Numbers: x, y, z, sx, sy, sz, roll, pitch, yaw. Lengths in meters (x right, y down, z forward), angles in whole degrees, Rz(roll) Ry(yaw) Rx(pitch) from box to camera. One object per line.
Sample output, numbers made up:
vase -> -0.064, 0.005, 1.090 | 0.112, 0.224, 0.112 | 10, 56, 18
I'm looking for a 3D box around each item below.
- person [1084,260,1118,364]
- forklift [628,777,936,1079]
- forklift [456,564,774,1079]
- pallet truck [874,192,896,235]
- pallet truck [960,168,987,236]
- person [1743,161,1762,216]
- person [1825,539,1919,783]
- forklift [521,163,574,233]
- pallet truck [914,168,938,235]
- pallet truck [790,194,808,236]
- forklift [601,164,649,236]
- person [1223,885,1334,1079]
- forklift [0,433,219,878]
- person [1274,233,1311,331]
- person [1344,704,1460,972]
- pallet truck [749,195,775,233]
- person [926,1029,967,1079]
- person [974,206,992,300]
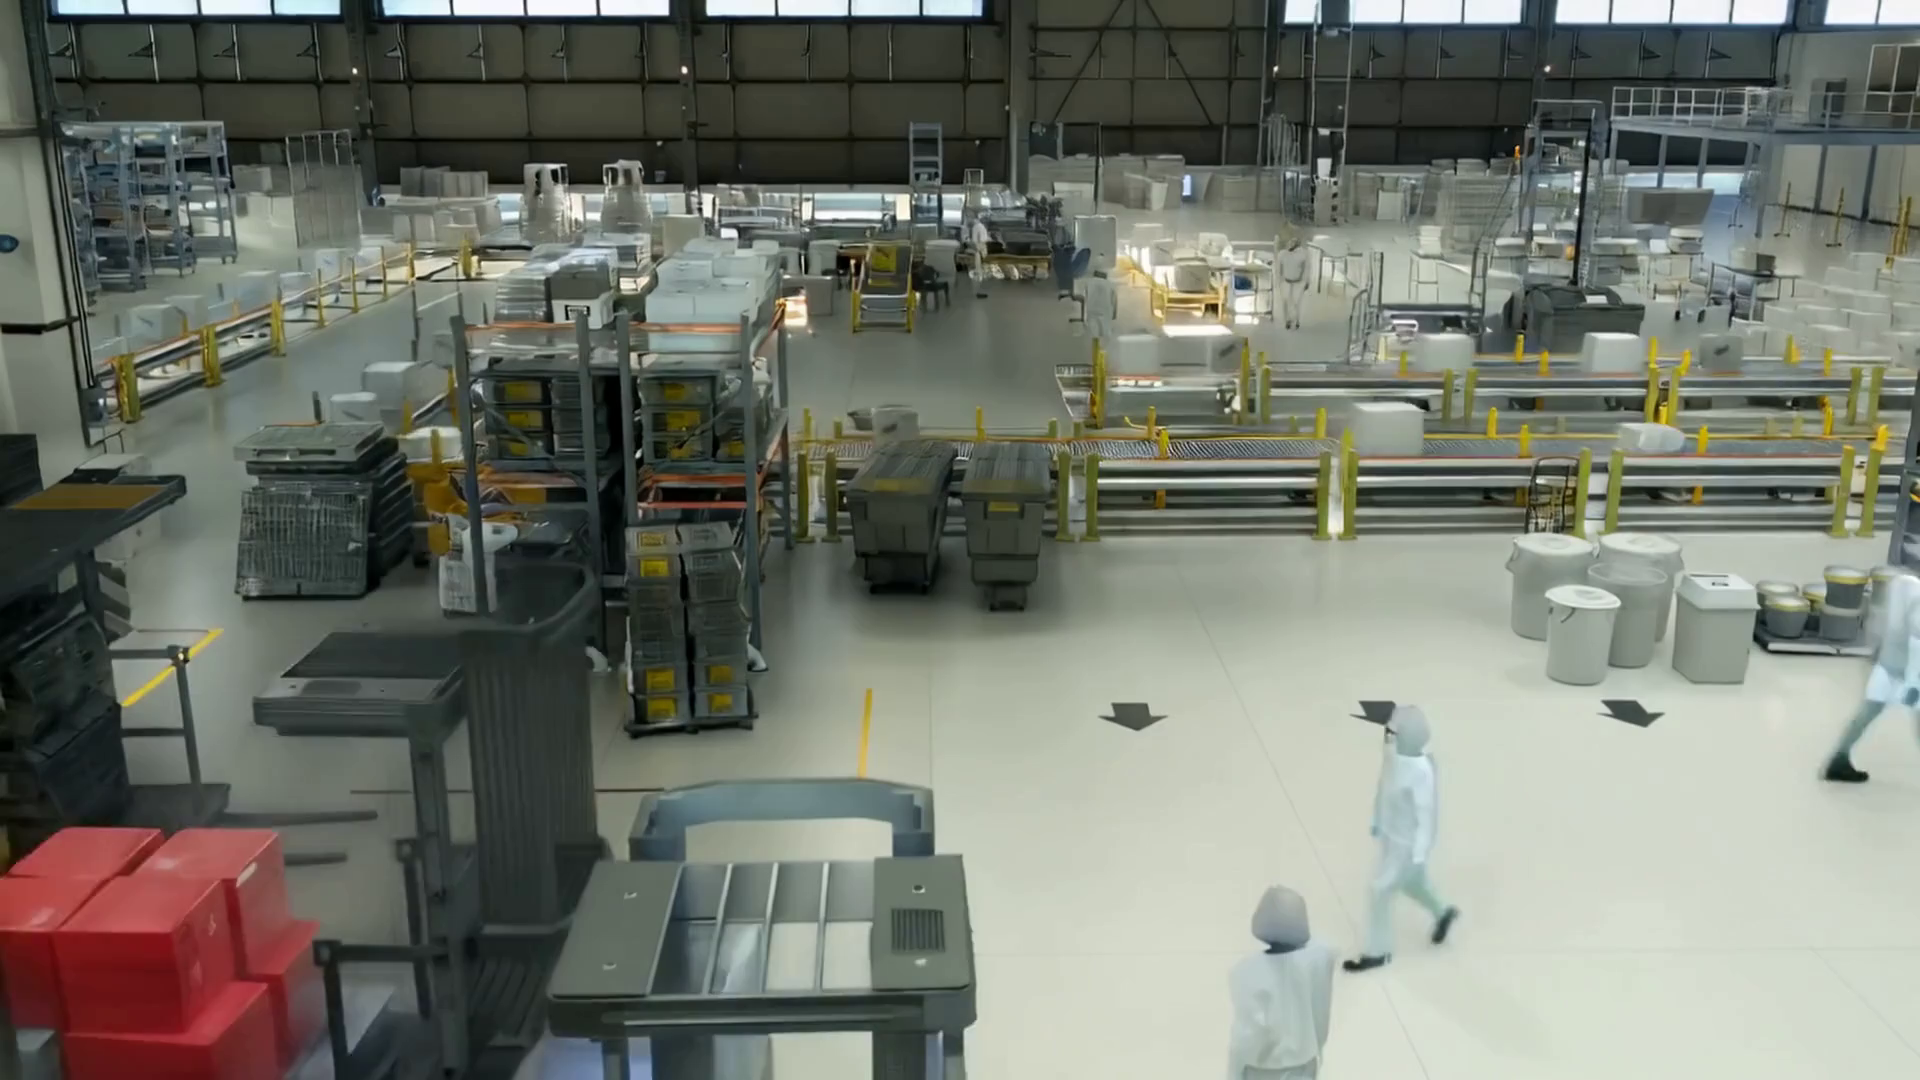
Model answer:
person -> 2.406, -3.821, 28.224 | 0.594, 1.832, 0.403 | 8, 18, 25
forklift -> -0.542, 2.165, 5.552 | 1.129, 2.768, 1.873 | -1, 16, -2
forklift -> -1.891, 1.559, 7.657 | 1.873, 2.768, 1.129 | 1, 16, 2
pallet truck -> -2.277, -9.986, 50.594 | 0.653, 1.274, 1.630 | 0, 16, -1
pallet truck -> 0.383, -10.230, 50.206 | 0.823, 1.965, 1.885 | -1, 16, -3
person -> 26.770, -11.870, 56.208 | 0.534, 1.828, 0.548 | 4, 16, 13
person -> 6.753, 0.866, 11.844 | 0.986, 1.886, 0.563 | 0, 16, 0
forklift -> -12.233, -10.122, 49.298 | 1.157, 1.987, 2.680 | 0, 16, -1
pallet truck -> -0.989, -10.316, 50.507 | 0.823, 1.965, 1.885 | 1, 16, 3
pallet truck -> -4.814, -9.883, 50.259 | 0.704, 1.261, 1.522 | -1, 16, -3
forklift -> -9.948, -10.127, 49.296 | 1.157, 1.987, 2.680 | -1, 16, -3
person -> 1.399, 2.287, 7.347 | 0.501, 1.633, 0.285 | -5, 17, -18
forklift -> -5.952, 0.780, 10.366 | 1.873, 2.768, 1.129 | 0, 16, -1
person -> 6.408, -4.975, 32.128 | 0.679, 1.887, 0.543 | 7, 17, 23
person -> 2.565, 1.681, 9.486 | 0.675, 1.611, 0.509 | -2, 16, -8
pallet truck -> -6.051, -9.967, 50.660 | 0.680, 1.201, 1.601 | 0, 16, -1
person -> -0.188, 2.234, 7.382 | 0.873, 1.716, 0.545 | 6, 17, 19
person -> 0.497, -6.275, 36.397 | 0.388, 2.034, 0.605 | 1, 16, 5
